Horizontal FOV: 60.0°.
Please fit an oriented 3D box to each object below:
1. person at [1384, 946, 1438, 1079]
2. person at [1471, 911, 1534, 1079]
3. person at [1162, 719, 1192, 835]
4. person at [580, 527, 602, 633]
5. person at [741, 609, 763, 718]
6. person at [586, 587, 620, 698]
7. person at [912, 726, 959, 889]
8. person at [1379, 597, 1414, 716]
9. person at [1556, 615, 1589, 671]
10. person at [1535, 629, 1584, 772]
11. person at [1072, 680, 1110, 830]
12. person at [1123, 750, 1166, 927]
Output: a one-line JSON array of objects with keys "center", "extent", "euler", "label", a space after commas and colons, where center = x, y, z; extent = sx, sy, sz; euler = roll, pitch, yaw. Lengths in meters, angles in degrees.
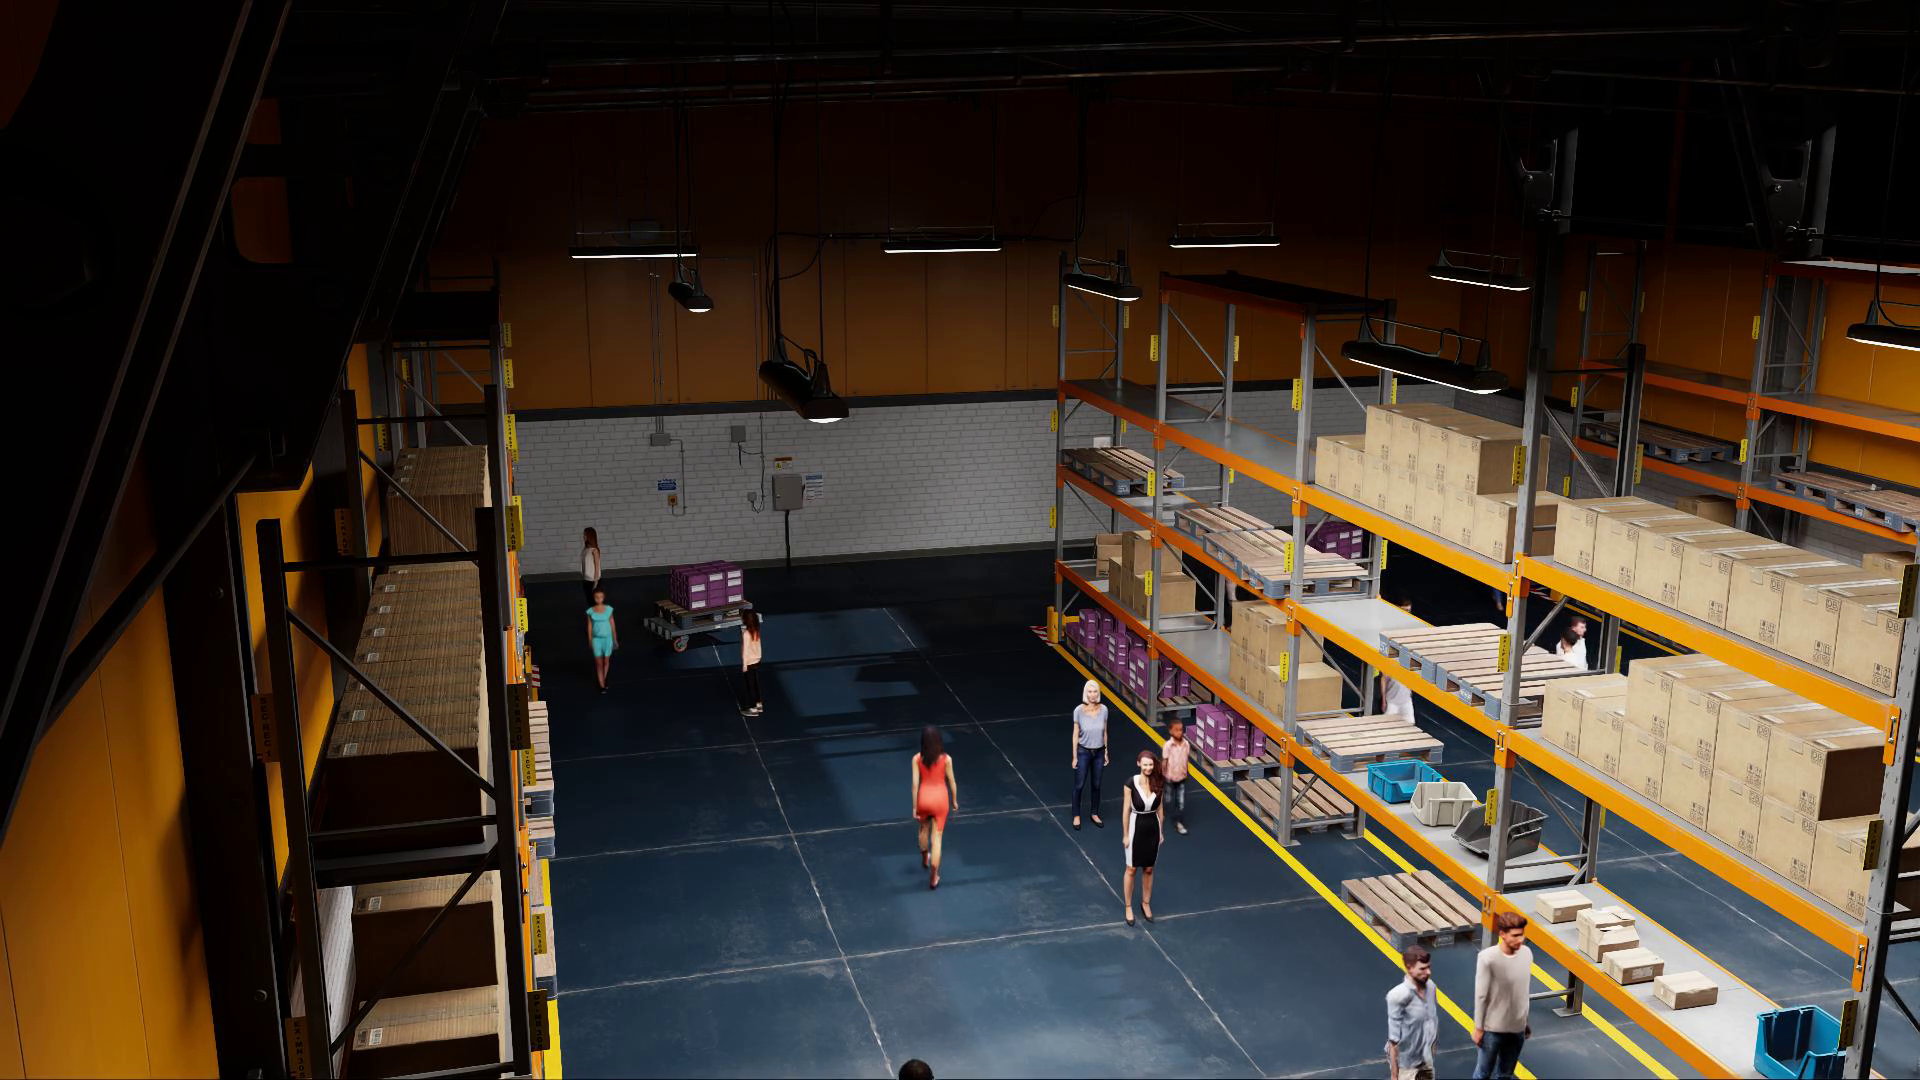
[{"center": [3.327, 3.876, 12.514], "extent": [0.808, 1.833, 0.992], "euler": [-8, 16, -31], "label": "person"}, {"center": [4.196, 3.748, 12.901], "extent": [0.682, 1.901, 0.573], "euler": [-5, 14, -19], "label": "person"}, {"center": [2.414, 2.636, 18.782], "extent": [0.517, 1.295, 0.783], "euler": [-5, 14, -18], "label": "person"}, {"center": [-5.776, 0.636, 26.130], "extent": [0.701, 1.723, 0.558], "euler": [-10, 17, -35], "label": "person"}, {"center": [-2.820, 1.643, 22.485], "extent": [0.691, 1.482, 0.571], "euler": [3, 14, 12], "label": "person"}, {"center": [-5.034, 1.405, 23.392], "extent": [0.601, 1.517, 1.014], "euler": [-5, 14, -18], "label": "person"}, {"center": [-0.285, 2.796, 17.278], "extent": [0.820, 1.691, 1.014], "euler": [2, 14, 8], "label": "person"}, {"center": [5.648, 1.660, 21.586], "extent": [0.778, 1.872, 1.256], "euler": [-2, 14, -9], "label": "person"}, {"center": [7.596, 1.825, 20.999], "extent": [1.020, 1.827, 0.900], "euler": [13, 19, 42], "label": "person"}, {"center": [7.382, 2.019, 20.184], "extent": [0.884, 1.834, 1.023], "euler": [-12, 18, -40], "label": "person"}, {"center": [1.464, 2.408, 18.817], "extent": [0.584, 1.722, 0.507], "euler": [-3, 14, -12], "label": "person"}, {"center": [1.810, 2.934, 16.486], "extent": [0.578, 1.795, 0.478], "euler": [-3, 14, -14], "label": "person"}]
